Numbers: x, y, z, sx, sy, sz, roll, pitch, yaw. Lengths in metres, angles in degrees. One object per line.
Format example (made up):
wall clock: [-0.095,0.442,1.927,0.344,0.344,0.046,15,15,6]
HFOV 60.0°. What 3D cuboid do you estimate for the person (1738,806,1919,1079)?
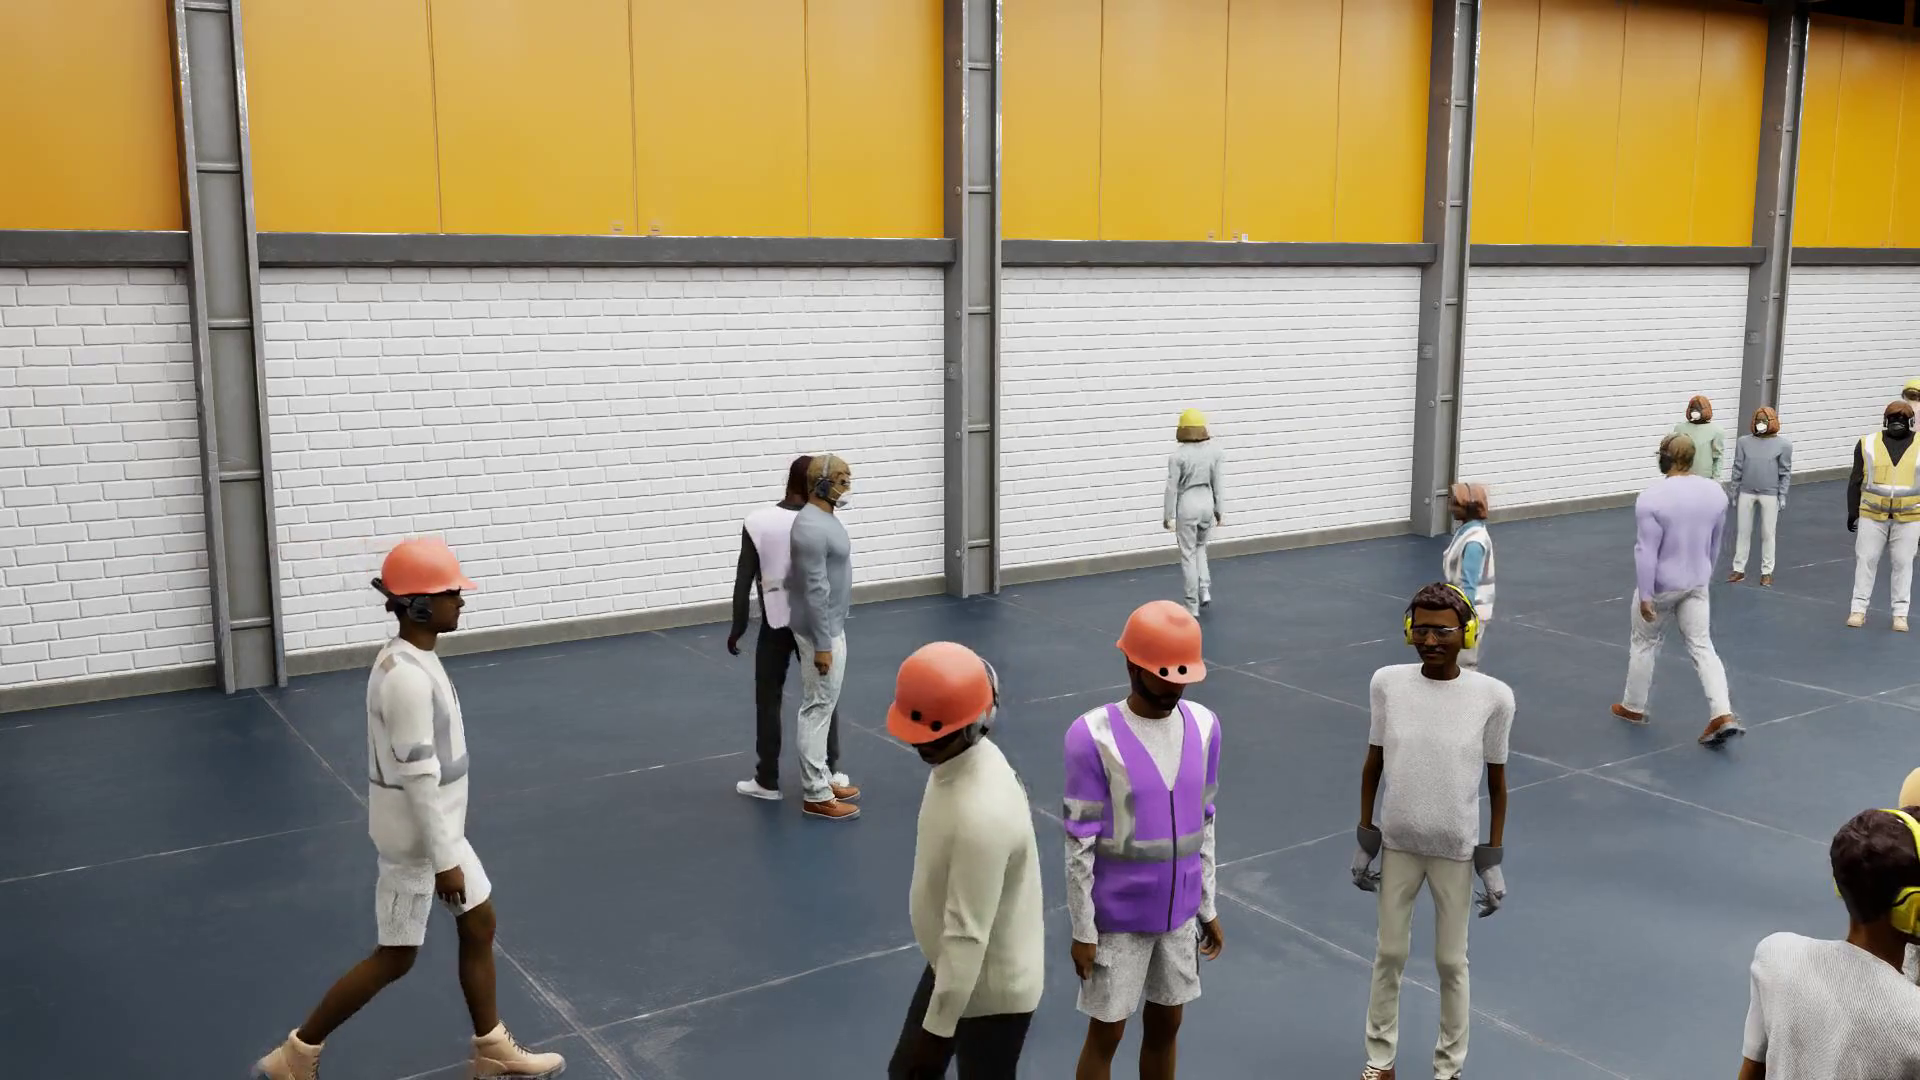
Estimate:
person: [1.785,1.441,3.358,0.310,1.864,0.534,-3,10,-20]

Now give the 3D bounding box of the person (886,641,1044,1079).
person: [-0.016,1.205,4.547,0.603,1.941,0.644,-2,10,-11]

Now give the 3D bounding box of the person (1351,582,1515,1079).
person: [1.592,1.057,5.648,0.520,1.874,0.327,4,10,25]

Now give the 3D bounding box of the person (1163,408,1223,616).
person: [1.925,-0.236,13.845,0.516,1.727,0.385,-4,10,-24]

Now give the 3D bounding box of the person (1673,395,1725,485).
person: [7.259,-0.616,16.440,0.507,1.632,0.276,8,13,42]

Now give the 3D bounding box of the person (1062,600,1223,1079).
person: [0.576,1.126,5.064,0.542,1.929,0.368,-5,11,-28]

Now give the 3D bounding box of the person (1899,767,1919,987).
person: [2.795,1.218,4.483,0.551,1.934,0.373,1,9,6]

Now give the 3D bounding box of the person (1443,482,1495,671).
person: [3.015,0.457,9.965,0.352,1.625,0.544,2,10,12]

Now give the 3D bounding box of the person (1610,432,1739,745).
person: [4.432,0.288,10.210,0.624,1.908,0.974,-2,10,-10]

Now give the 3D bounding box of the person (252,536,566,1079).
person: [-1.929,0.984,5.688,0.973,2.015,0.600,-2,10,-13]

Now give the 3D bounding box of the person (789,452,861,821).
person: [-0.715,0.501,8.810,0.373,1.937,0.630,0,9,-1]

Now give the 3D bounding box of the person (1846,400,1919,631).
person: [7.426,-0.194,13.275,0.633,1.841,0.429,6,11,30]

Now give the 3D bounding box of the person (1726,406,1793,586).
person: [7.281,-0.403,15.158,0.500,1.633,0.284,8,12,39]

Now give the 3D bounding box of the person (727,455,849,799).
person: [-0.918,0.485,9.090,0.670,1.880,0.386,-4,10,-24]

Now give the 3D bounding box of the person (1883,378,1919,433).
person: [10.023,-0.844,17.566,0.571,1.716,0.852,3,10,17]
